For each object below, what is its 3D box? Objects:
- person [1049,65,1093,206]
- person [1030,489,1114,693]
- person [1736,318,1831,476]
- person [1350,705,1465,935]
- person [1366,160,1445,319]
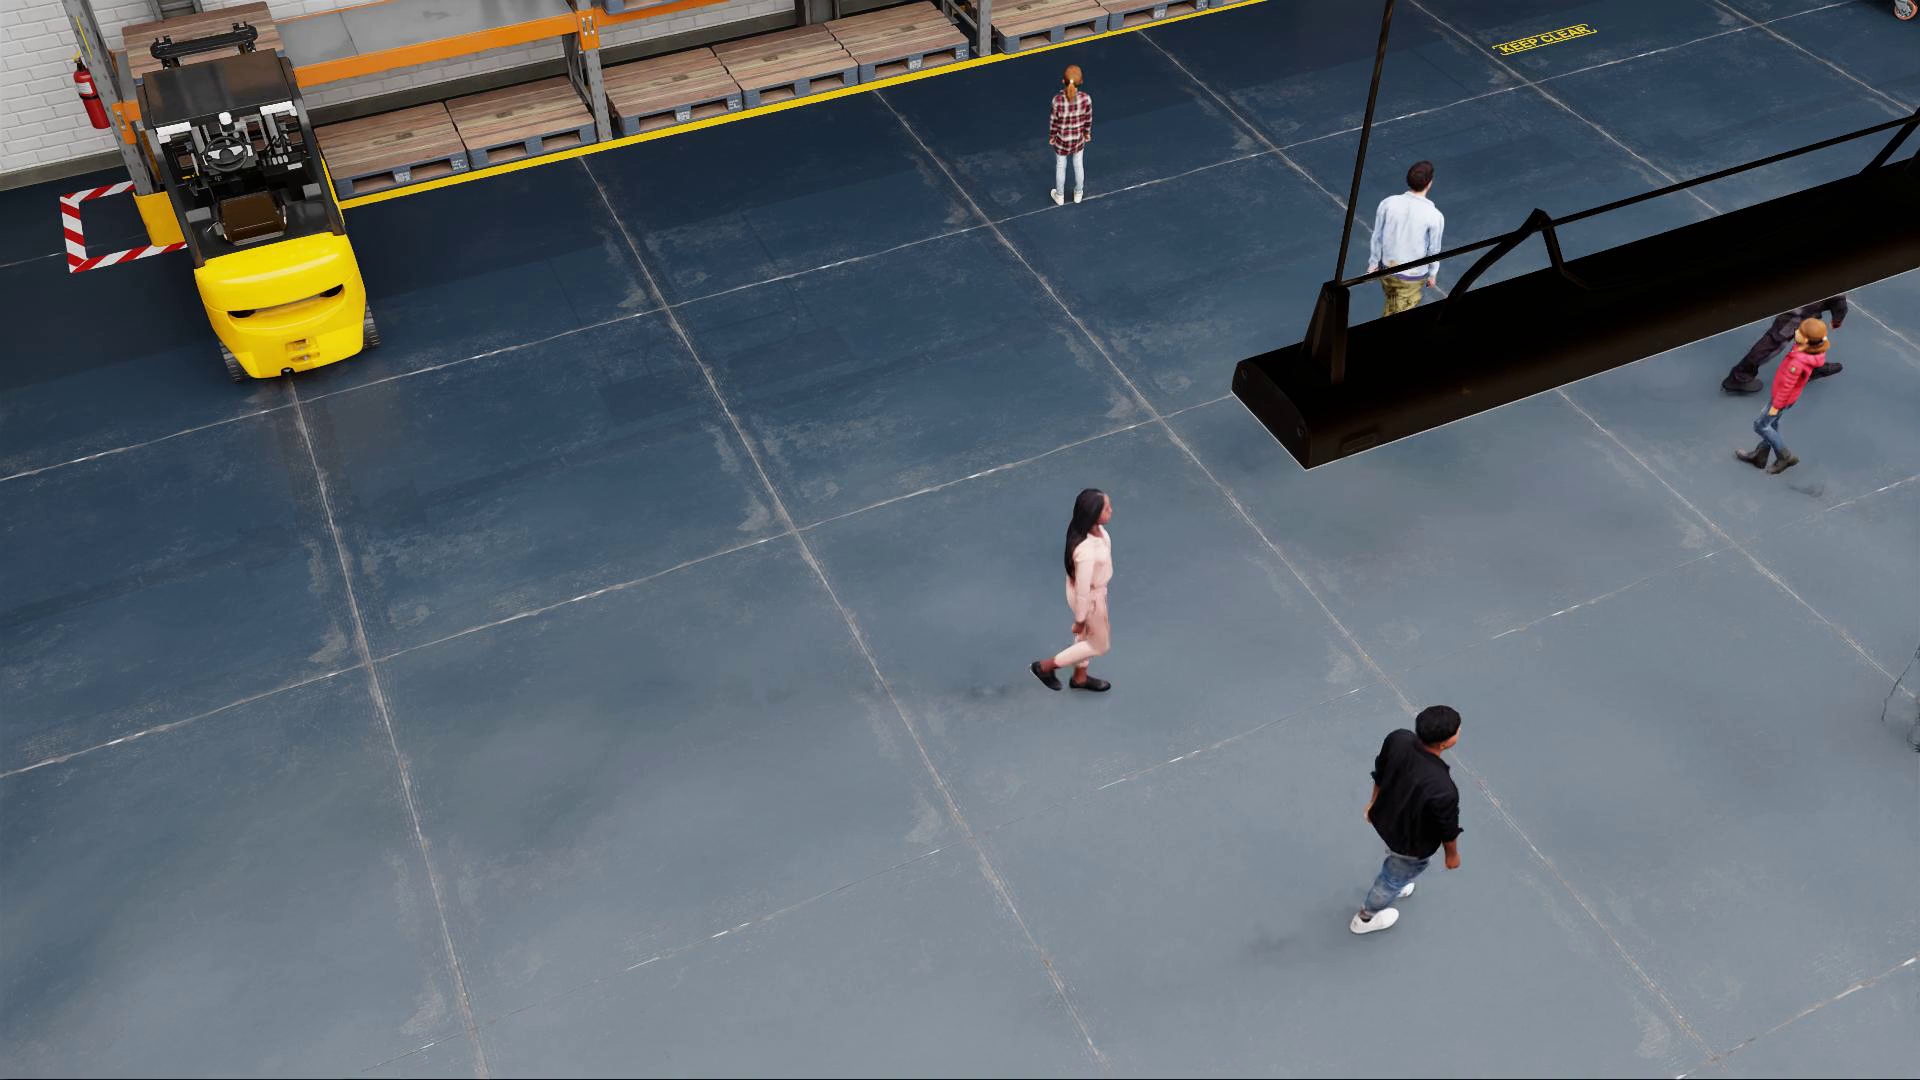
[{"bbox_3d":[0.965,-3.559,14.622,0.519,1.305,0.645,-6,44,-7],"label":"person"},{"bbox_3d":[0.704,0.350,10.227,0.885,1.709,0.796,1,44,1],"label":"person"},{"bbox_3d":[5.978,-1.002,11.935,0.719,1.310,0.687,29,51,27],"label":"person"},{"bbox_3d":[2.326,1.548,8.906,0.751,1.795,0.743,-11,45,-12],"label":"person"},{"bbox_3d":[3.325,-2.002,12.638,0.918,1.788,1.163,33,53,30],"label":"person"}]
